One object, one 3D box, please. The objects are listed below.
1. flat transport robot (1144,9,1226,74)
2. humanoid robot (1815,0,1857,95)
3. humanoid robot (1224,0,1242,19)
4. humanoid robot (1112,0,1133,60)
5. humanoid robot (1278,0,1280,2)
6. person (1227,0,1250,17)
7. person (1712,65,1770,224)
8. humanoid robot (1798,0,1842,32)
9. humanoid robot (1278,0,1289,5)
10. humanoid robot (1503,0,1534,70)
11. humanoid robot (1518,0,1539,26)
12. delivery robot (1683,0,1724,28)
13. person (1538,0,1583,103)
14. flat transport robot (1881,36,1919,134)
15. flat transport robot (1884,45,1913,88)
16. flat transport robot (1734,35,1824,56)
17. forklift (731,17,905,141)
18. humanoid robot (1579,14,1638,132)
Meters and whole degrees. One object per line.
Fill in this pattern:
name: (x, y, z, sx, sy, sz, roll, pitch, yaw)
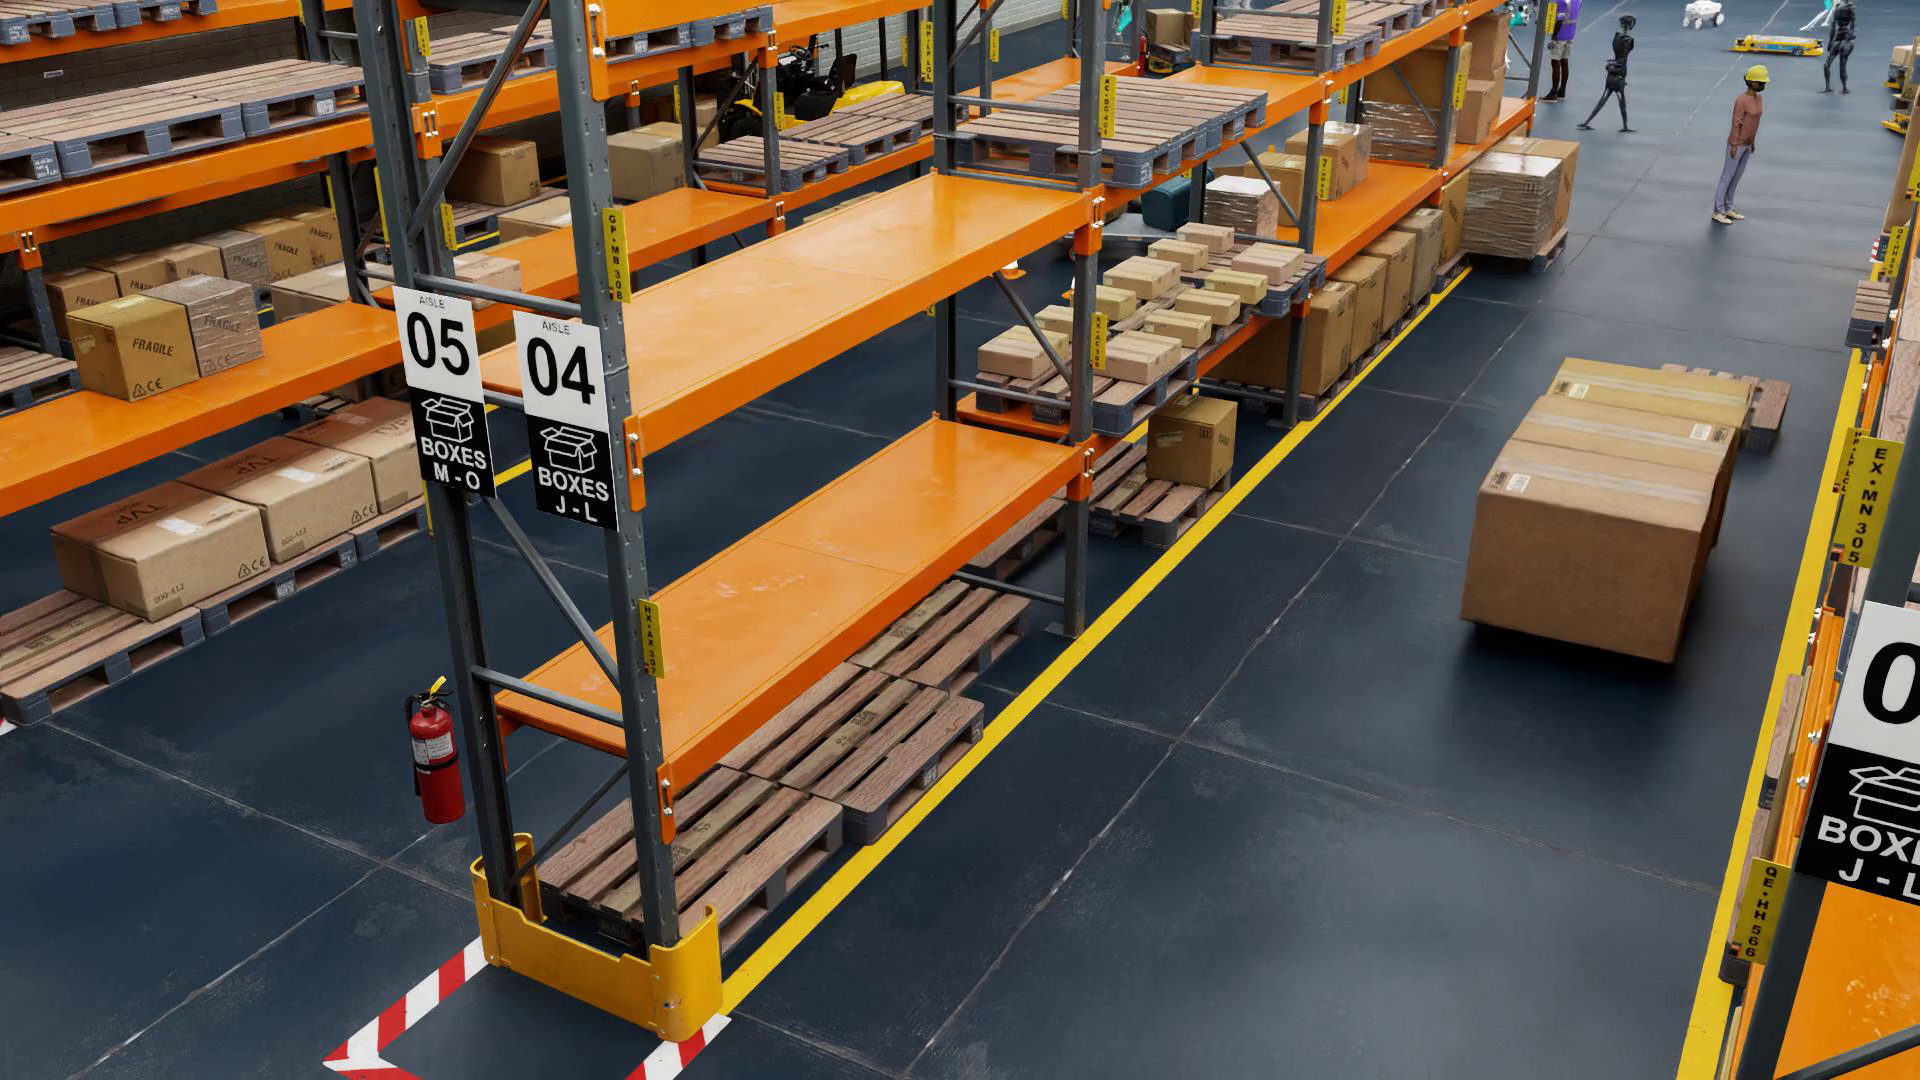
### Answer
flat transport robot: (3.807, -8.080, 28.132, 1.431, 0.231, 0.659, -10, 27, -19)
humanoid robot: (13.780, -7.770, 25.908, 0.532, 1.647, 0.613, -3, 26, -7)
humanoid robot: (5.313, -10.684, 31.867, 0.827, 1.778, 0.537, 19, 32, 34)
humanoid robot: (2.785, -9.052, 28.479, 0.707, 1.808, 0.546, -18, 31, -32)
humanoid robot: (7.201, -12.012, 34.654, 1.062, 1.749, 0.562, -4, 26, -8)
person: (5.186, -10.327, 30.898, 0.552, 1.921, 0.649, 9, 27, 18)
person: (8.947, -4.522, 19.012, 0.521, 1.768, 0.309, -21, 33, -37)
humanoid robot: (16.492, -10.521, 31.514, 0.921, 1.757, 0.551, 2, 26, 3)
humanoid robot: (4.770, -7.159, 24.636, 0.586, 1.624, 0.756, 17, 30, 31)
humanoid robot: (9.311, -8.862, 28.098, 0.545, 1.793, 0.854, -8, 27, -15)
humanoid robot: (11.054, -10.789, 32.145, 0.587, 1.647, 0.455, -4, 26, -7)
delivery robot: (14.457, -10.255, 32.341, 0.805, 0.612, 0.499, -16, 30, -29)
person: (9.175, -7.684, 25.361, 0.611, 1.956, 0.362, -22, 33, -38)
flat transport robot: (13.958, -5.891, 23.582, 1.431, 0.231, 0.659, 0, 26, 0)
flat transport robot: (15.456, -7.157, 26.213, 0.659, 0.231, 1.431, -11, 28, -22)
flat transport robot: (14.622, -8.832, 29.694, 1.431, 0.231, 0.659, 11, 28, 21)
forklift: (-1.819, -5.975, 21.543, 2.313, 2.155, 1.214, 14, 29, 26)
humanoid robot: (9.264, -6.582, 23.461, 0.796, 1.634, 0.592, 4, 26, 9)
